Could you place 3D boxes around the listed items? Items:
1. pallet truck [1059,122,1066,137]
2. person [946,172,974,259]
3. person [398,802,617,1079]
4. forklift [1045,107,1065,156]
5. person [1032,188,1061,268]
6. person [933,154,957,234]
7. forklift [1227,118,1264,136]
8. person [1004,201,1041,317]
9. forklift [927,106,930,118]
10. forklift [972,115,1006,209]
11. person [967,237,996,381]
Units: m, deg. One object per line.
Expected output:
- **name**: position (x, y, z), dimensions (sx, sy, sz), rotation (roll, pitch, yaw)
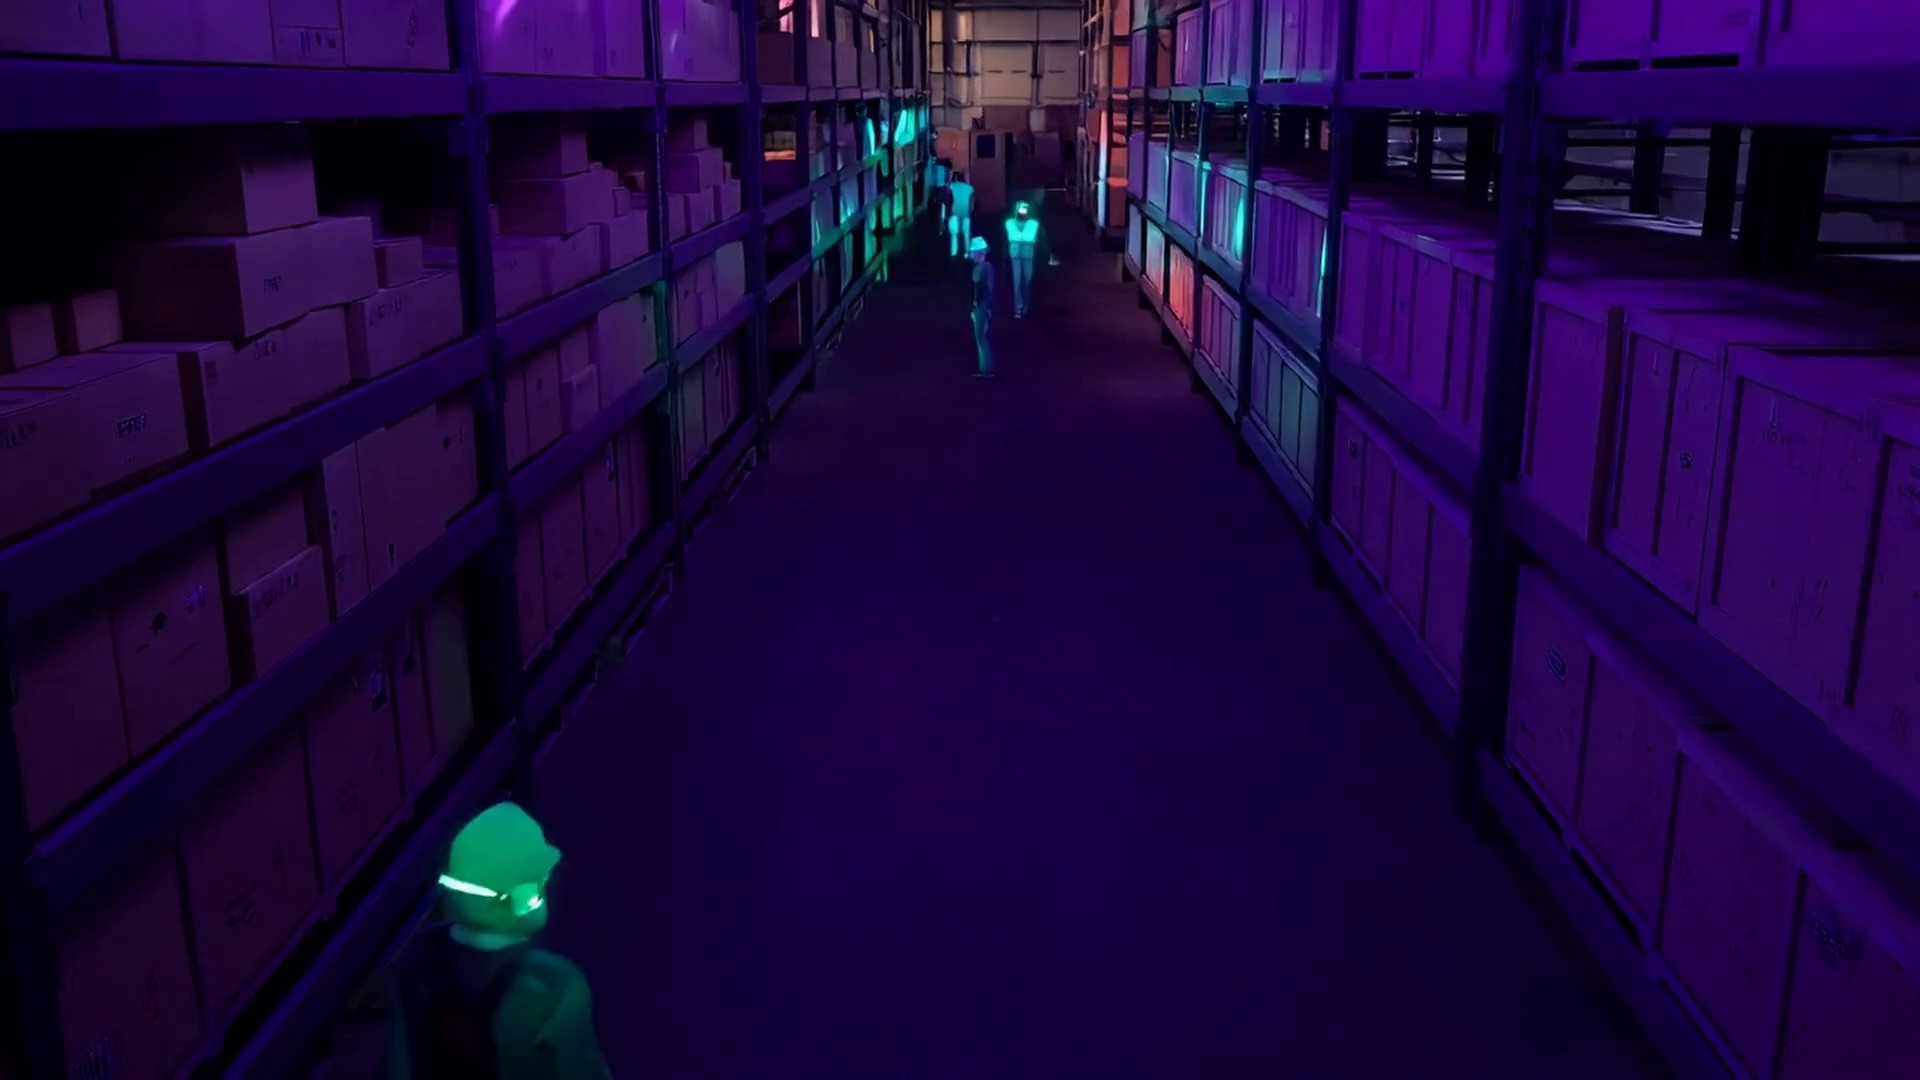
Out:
- **pallet truck**: position (5.788, -21.111, 88.014), dimensions (1.885, 1.965, 0.823), rotation (5, 16, 18)
- **person**: position (-0.020, -6.921, 35.512), dimensions (0.626, 1.844, 0.429), rotation (-6, 16, -20)
- **person**: position (-1.138, 1.531, 4.158), dimensions (0.588, 1.796, 0.892), rotation (11, 18, 35)
- **forklift**: position (4.490, -19.078, 78.776), dimensions (1.129, 2.768, 1.873), rotation (-7, 17, -24)
- **person**: position (1.689, -6.295, 33.616), dimensions (0.789, 1.599, 0.531), rotation (8, 17, 27)
- **person**: position (-0.379, -8.734, 41.987), dimensions (0.624, 2.000, 1.046), rotation (1, 15, 4)
- **forklift**: position (7.607, -9.913, 44.676), dimensions (1.129, 2.768, 1.873), rotation (5, 16, 18)
- **person**: position (0.996, -4.509, 26.591), dimensions (0.580, 1.818, 0.861), rotation (0, 15, 1)
- **forklift**: position (-1.918, -21.452, 87.608), dimensions (1.129, 2.768, 1.873), rotation (0, 15, 2)
- **forklift**: position (0.840, -11.632, 51.070), dimensions (1.129, 2.768, 1.873), rotation (0, 15, 2)
- **person**: position (0.268, -2.858, 20.559), dimensions (0.331, 1.762, 0.542), rotation (-4, 16, -15)
